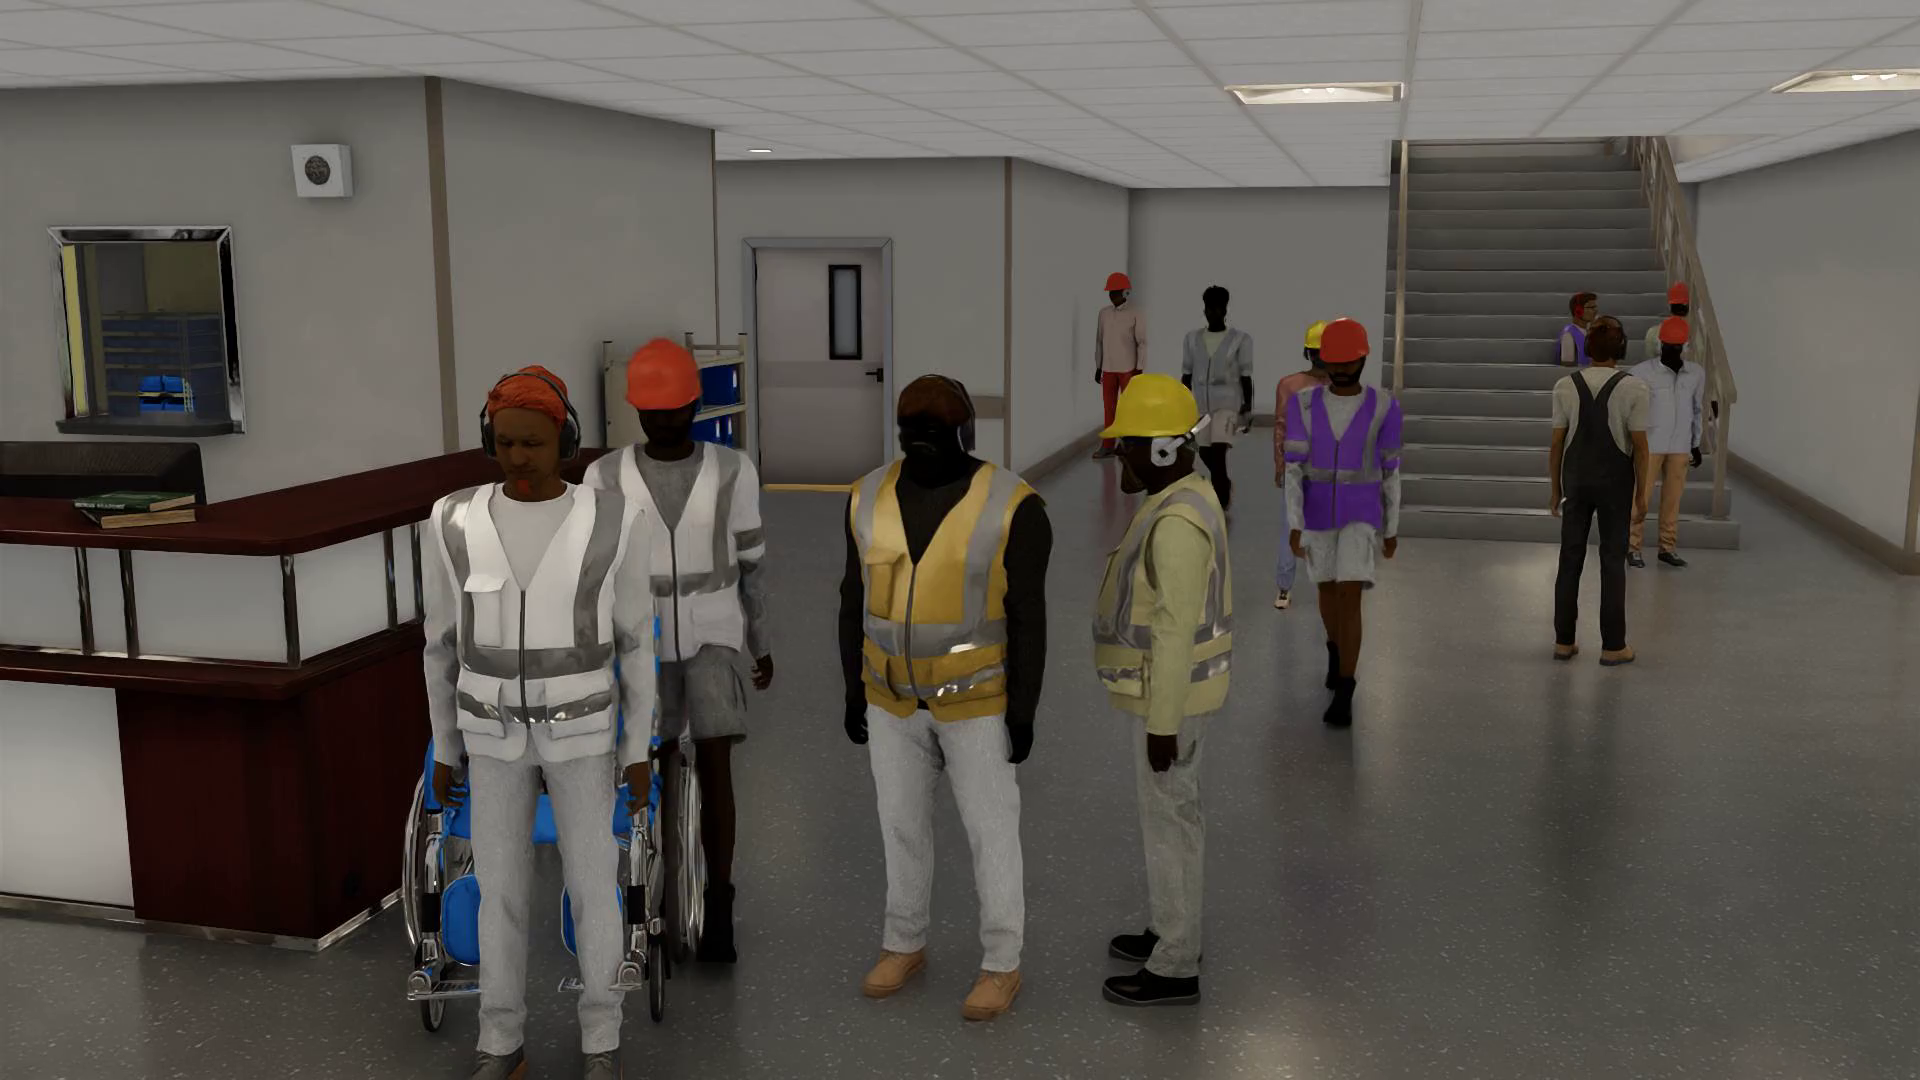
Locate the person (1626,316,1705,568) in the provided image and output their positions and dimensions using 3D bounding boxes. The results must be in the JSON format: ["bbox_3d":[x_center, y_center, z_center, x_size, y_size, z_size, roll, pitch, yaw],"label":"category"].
[{"bbox_3d":[4.888,-0.674,11.527,0.572,1.748,0.337,-1,10,-6],"label":"person"}]

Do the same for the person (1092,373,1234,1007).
[{"bbox_3d":[0.584,0.429,4.834,0.403,1.823,0.595,1,10,8],"label":"person"}]

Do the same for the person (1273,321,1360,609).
[{"bbox_3d":[2.177,-0.449,10.167,0.525,1.769,0.327,1,10,5],"label":"person"}]

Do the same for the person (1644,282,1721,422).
[{"bbox_3d":[6.204,-1.240,14.307,0.624,1.952,1.005,5,11,27],"label":"person"}]

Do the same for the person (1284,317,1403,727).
[{"bbox_3d":[1.820,-0.120,7.936,0.532,1.882,1.035,4,10,22],"label":"person"}]

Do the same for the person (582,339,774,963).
[{"bbox_3d":[-0.864,0.342,5.108,0.573,1.894,0.922,-1,10,-7],"label":"person"}]

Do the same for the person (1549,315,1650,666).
[{"bbox_3d":[3.373,-0.259,8.801,0.504,1.847,0.344,7,12,36],"label":"person"}]

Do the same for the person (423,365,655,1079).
[{"bbox_3d":[-1.050,0.509,4.169,0.572,1.887,0.356,0,10,-1],"label":"person"}]

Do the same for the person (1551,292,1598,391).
[{"bbox_3d":[5.377,-1.240,14.581,0.390,1.850,0.563,6,11,31],"label":"person"}]

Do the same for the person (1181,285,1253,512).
[{"bbox_3d":[2.132,-1.125,13.676,0.614,1.939,0.888,6,11,32],"label":"person"}]

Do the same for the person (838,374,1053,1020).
[{"bbox_3d":[-0.055,0.445,4.727,0.625,1.835,0.431,4,10,23],"label":"person"}]

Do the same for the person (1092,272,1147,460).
[{"bbox_3d":[1.680,-1.833,17.647,0.623,1.989,0.400,8,13,40],"label":"person"}]
